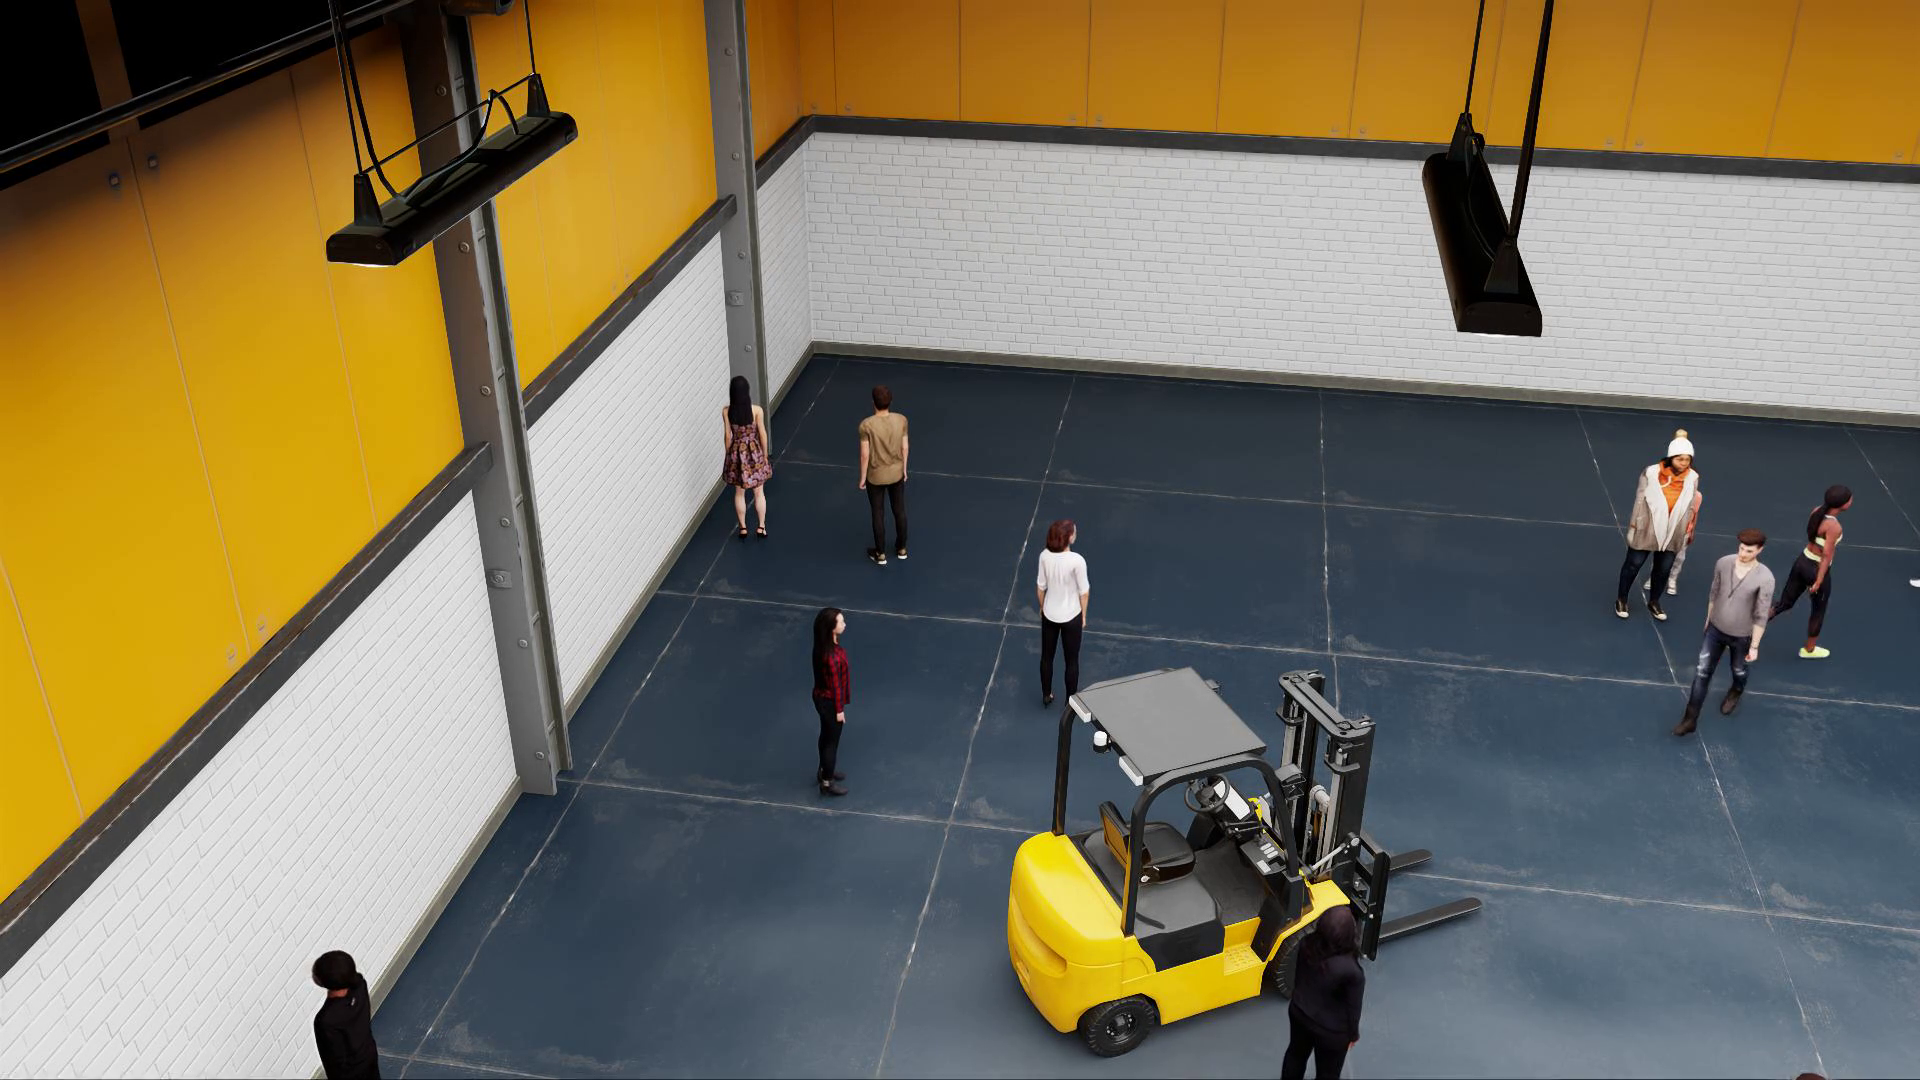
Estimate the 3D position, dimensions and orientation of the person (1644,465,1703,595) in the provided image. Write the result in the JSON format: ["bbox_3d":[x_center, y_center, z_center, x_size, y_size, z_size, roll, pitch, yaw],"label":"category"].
[{"bbox_3d":[6.812,-0.121,15.810,0.546,1.310,0.545,14,32,25],"label":"person"}]

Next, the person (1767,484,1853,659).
[{"bbox_3d":[7.375,0.300,14.605,0.851,1.725,1.081,-4,29,-7],"label":"person"}]

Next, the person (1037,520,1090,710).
[{"bbox_3d":[0.844,0.647,13.900,0.661,1.792,0.618,14,32,24],"label":"person"}]

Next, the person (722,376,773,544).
[{"bbox_3d":[-2.133,-0.806,16.581,0.725,1.774,0.739,-1,29,-2],"label":"person"}]

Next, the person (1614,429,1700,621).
[{"bbox_3d":[6.405,-0.142,15.245,0.685,1.888,0.667,3,29,6],"label":"person"}]

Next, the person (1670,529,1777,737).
[{"bbox_3d":[6.406,0.722,13.682,1.329,1.868,1.199,-23,36,-36],"label":"person"}]

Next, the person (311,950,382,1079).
[{"bbox_3d":[-3.520,3.025,9.666,0.643,1.672,0.479,4,29,8],"label":"person"}]

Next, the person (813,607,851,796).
[{"bbox_3d":[-1.026,1.249,12.942,0.714,1.651,0.594,-8,30,-14],"label":"person"}]

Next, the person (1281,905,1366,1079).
[{"bbox_3d":[2.170,2.881,9.994,0.816,1.610,0.758,-20,34,-32],"label":"person"}]

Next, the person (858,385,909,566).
[{"bbox_3d":[-0.730,-0.642,16.200,0.753,1.851,0.756,-10,30,-18],"label":"person"}]
